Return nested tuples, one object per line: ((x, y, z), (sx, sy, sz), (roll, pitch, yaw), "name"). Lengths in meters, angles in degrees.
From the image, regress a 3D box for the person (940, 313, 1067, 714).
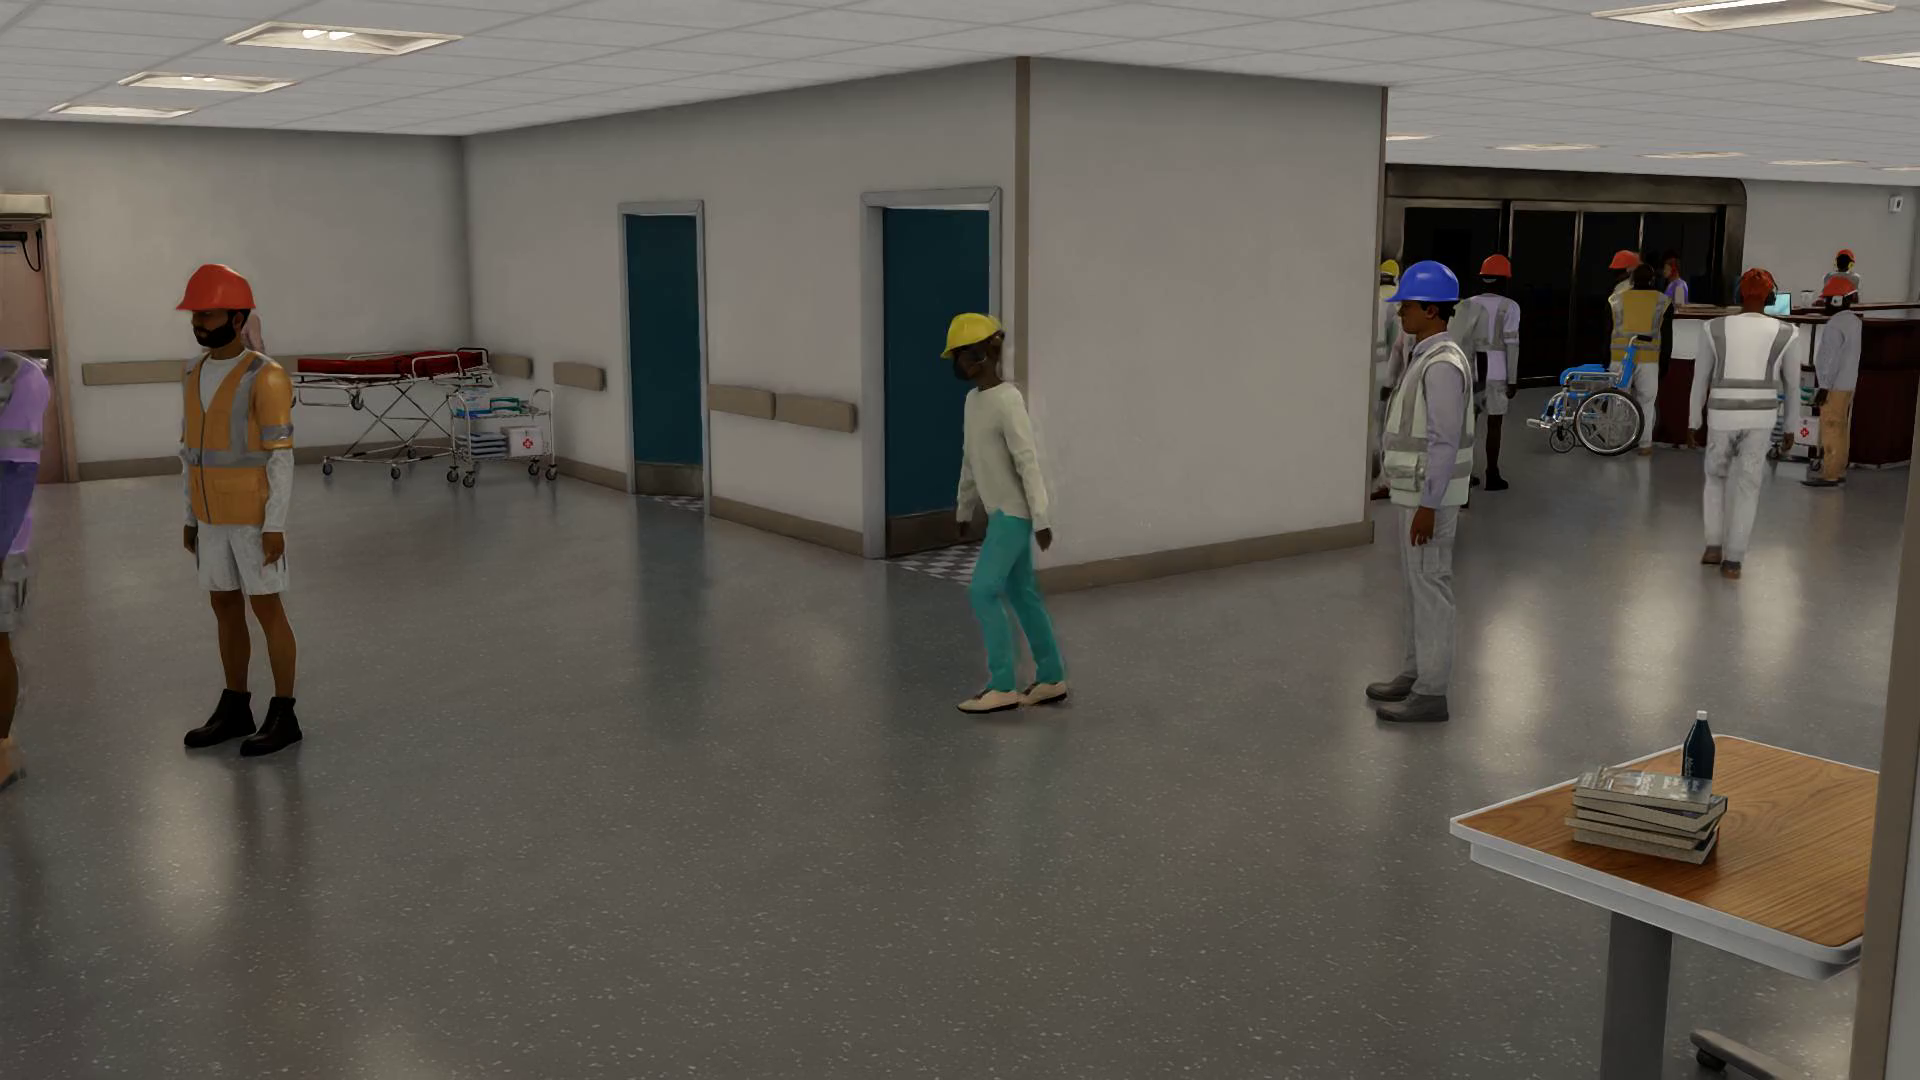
((0.189, -0.105, 7.148), (0.647, 1.724, 0.540), (-2, 10, -13), "person")

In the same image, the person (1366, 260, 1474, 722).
((1.971, -0.201, 7.068), (0.387, 1.948, 0.602), (1, 10, 8), "person")

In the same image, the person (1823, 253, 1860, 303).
((13.339, -3.402, 25.224), (0.513, 1.872, 0.328), (6, 12, 31), "person")

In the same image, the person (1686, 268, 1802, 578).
((4.790, -0.716, 10.171), (0.613, 1.864, 0.612), (5, 11, 25), "person")

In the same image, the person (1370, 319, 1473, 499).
((3.626, -1.231, 13.117), (0.856, 1.860, 0.694), (-5, 11, -26), "person")

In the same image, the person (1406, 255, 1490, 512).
((3.664, -1.165, 12.531), (0.608, 1.938, 0.468), (4, 11, 23), "person")

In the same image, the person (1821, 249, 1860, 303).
((13.469, -3.474, 25.461), (0.542, 1.928, 0.374), (10, 14, 43), "person")

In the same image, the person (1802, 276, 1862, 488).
((7.249, -1.307, 13.813), (0.343, 1.748, 0.571), (9, 14, 42), "person")

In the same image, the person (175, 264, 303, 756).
((-2.883, -0.114, 6.603), (0.545, 1.942, 0.349), (5, 11, 24), "person")

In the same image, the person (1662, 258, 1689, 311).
((9.271, -2.749, 21.684), (0.455, 1.825, 0.593), (2, 10, 14), "person")

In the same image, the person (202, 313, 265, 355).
((-6.236, -1.410, 14.351), (0.533, 1.767, 0.326), (0, 10, 1), "person")

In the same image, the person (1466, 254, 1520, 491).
((4.345, -1.370, 13.685), (0.381, 1.931, 0.545), (-9, 14, -42), "person")

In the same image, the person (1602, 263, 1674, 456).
((6.462, -1.716, 15.892), (0.630, 1.835, 0.429), (4, 11, 23), "person")

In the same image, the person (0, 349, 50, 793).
((-3.508, 0.004, 5.830), (0.649, 1.980, 0.747), (-1, 10, -4), "person")
